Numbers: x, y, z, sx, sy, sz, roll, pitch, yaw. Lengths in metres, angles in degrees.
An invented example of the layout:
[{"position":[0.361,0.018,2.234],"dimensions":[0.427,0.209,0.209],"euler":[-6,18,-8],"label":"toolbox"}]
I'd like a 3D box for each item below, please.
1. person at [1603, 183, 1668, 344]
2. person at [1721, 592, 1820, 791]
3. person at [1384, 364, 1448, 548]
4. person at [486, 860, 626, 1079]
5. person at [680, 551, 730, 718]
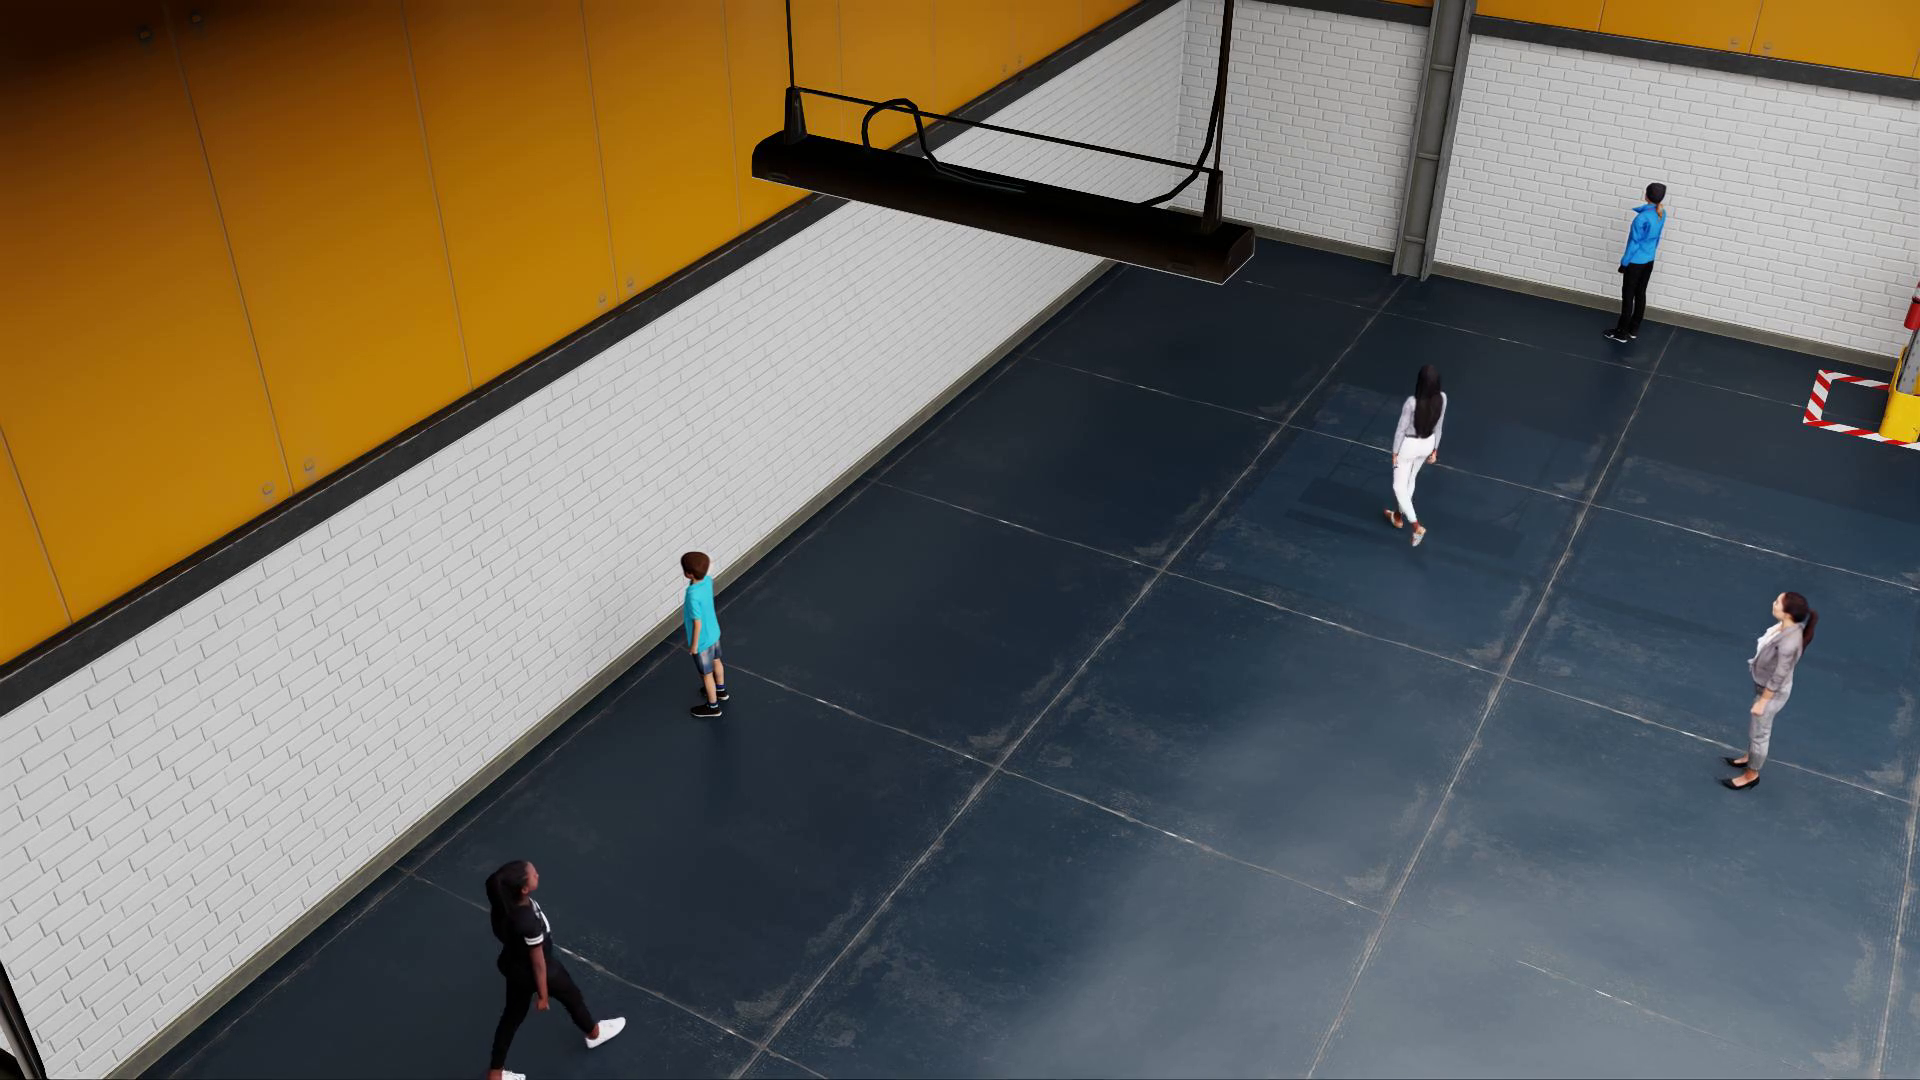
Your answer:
[{"position":[7.316,-2.990,17.895],"dimensions":[0.692,1.795,0.694],"euler":[-17,37,-24],"label":"person"},{"position":[5.789,1.078,11.882],"dimensions":[0.557,1.677,0.611],"euler":[17,37,24],"label":"person"},{"position":[4.018,-0.734,14.582],"dimensions":[1.008,1.706,1.066],"euler":[-8,34,-12],"label":"person"},{"position":[-2.562,2.551,9.659],"dimensions":[0.923,1.683,1.179],"euler":[-27,42,-34],"label":"person"},{"position":[-1.950,0.698,12.660],"dimensions":[0.566,1.449,0.579],"euler":[6,34,9],"label":"person"}]
